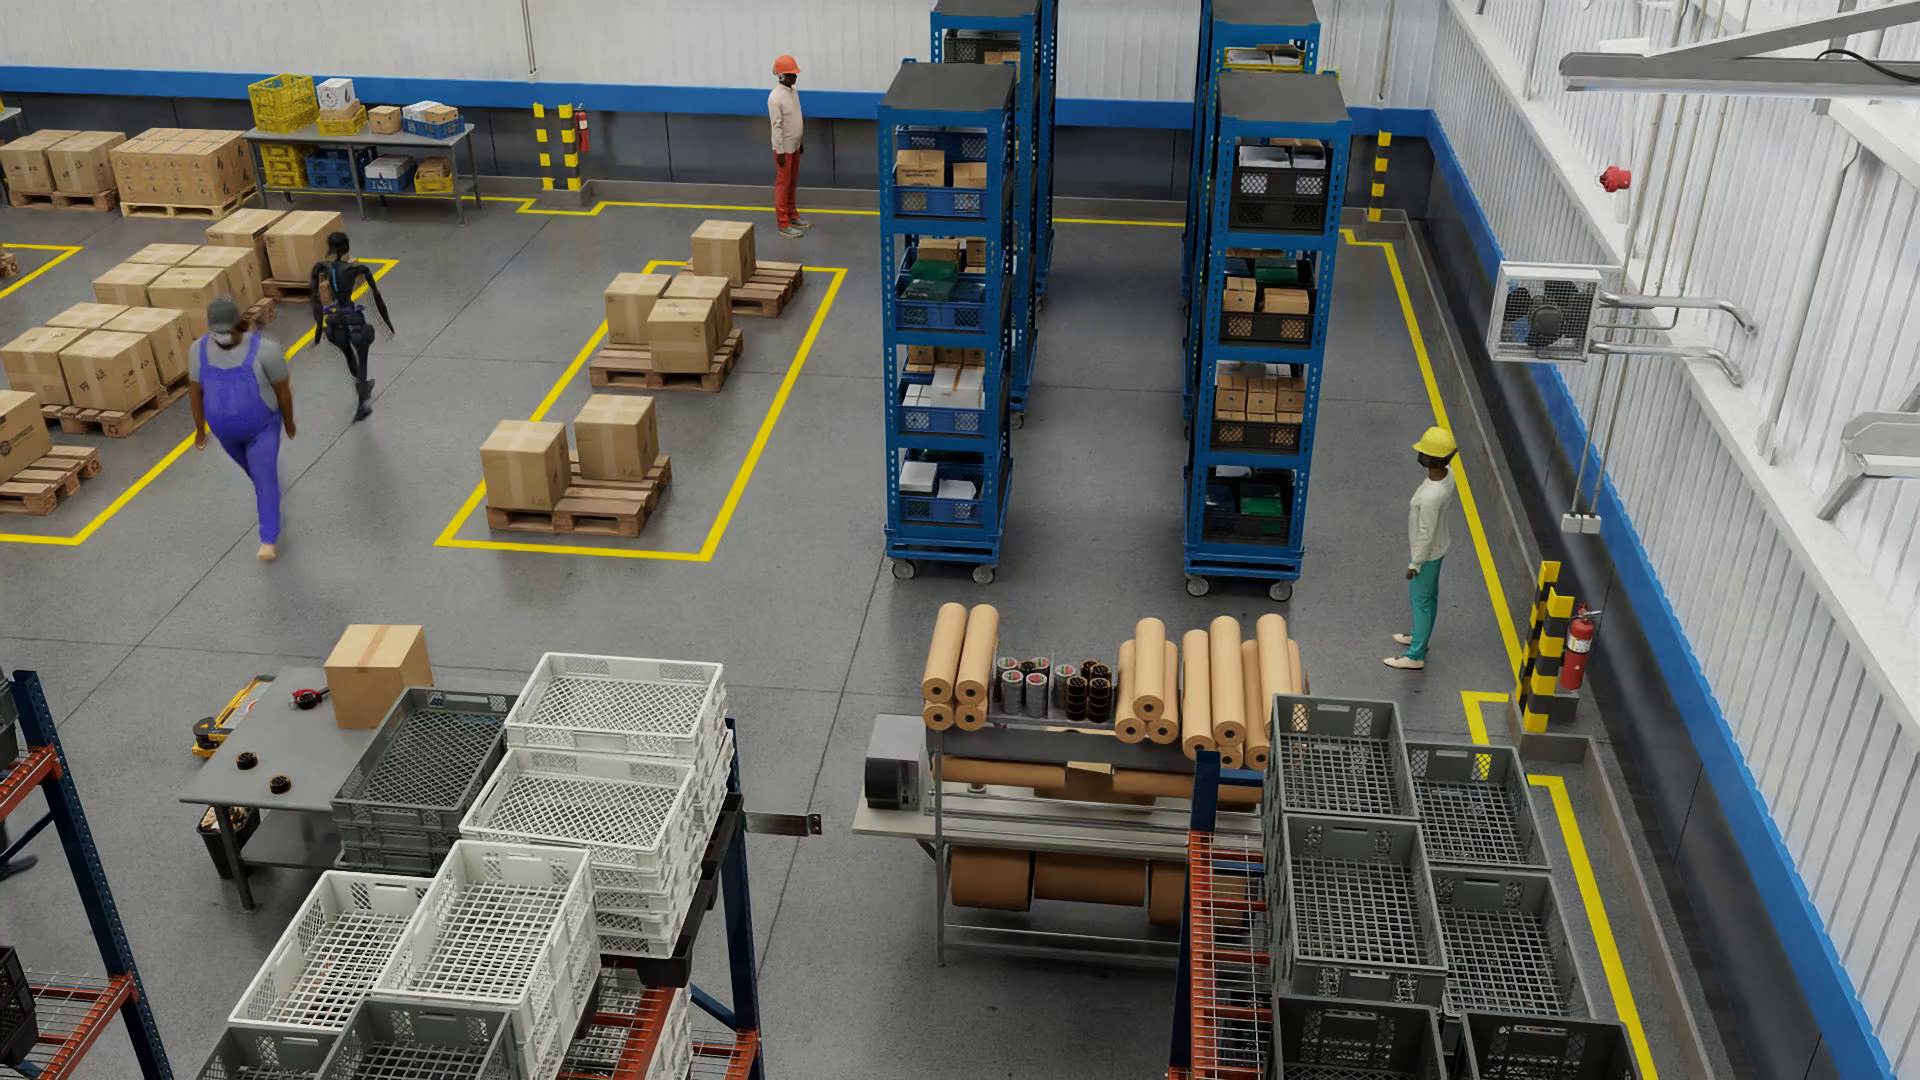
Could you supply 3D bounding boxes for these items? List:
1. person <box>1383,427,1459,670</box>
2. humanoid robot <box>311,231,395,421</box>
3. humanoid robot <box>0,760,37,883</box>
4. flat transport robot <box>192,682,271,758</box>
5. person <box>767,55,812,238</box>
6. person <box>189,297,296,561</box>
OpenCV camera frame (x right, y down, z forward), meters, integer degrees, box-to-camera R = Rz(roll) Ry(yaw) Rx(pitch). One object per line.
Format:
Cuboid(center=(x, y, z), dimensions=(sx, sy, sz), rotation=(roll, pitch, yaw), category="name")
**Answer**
Cuboid(center=(3.084, 0.059, 11.082), dimensions=(0.326, 1.768, 0.524), rotation=(15, 33, 23), category="person")
Cuboid(center=(-5.328, -1.909, 14.577), dimensions=(0.613, 1.627, 0.734), rotation=(3, 30, 6), category="humanoid robot")
Cuboid(center=(-5.550, 1.156, 9.287), dimensions=(0.565, 1.651, 0.329), rotation=(19, 35, 30), category="humanoid robot")
Cuboid(center=(-4.089, 1.163, 10.648), dimensions=(1.431, 0.197, 0.652), rotation=(3, 30, 6), category="flat transport robot")
Cuboid(center=(-1.906, -4.389, 18.499), dimensions=(0.375, 1.995, 0.608), rotation=(8, 31, 14), category="person")
Cuboid(center=(-5.389, -0.903, 12.465), dimensions=(0.684, 2.000, 0.978), rotation=(3, 30, 5), category="person")
